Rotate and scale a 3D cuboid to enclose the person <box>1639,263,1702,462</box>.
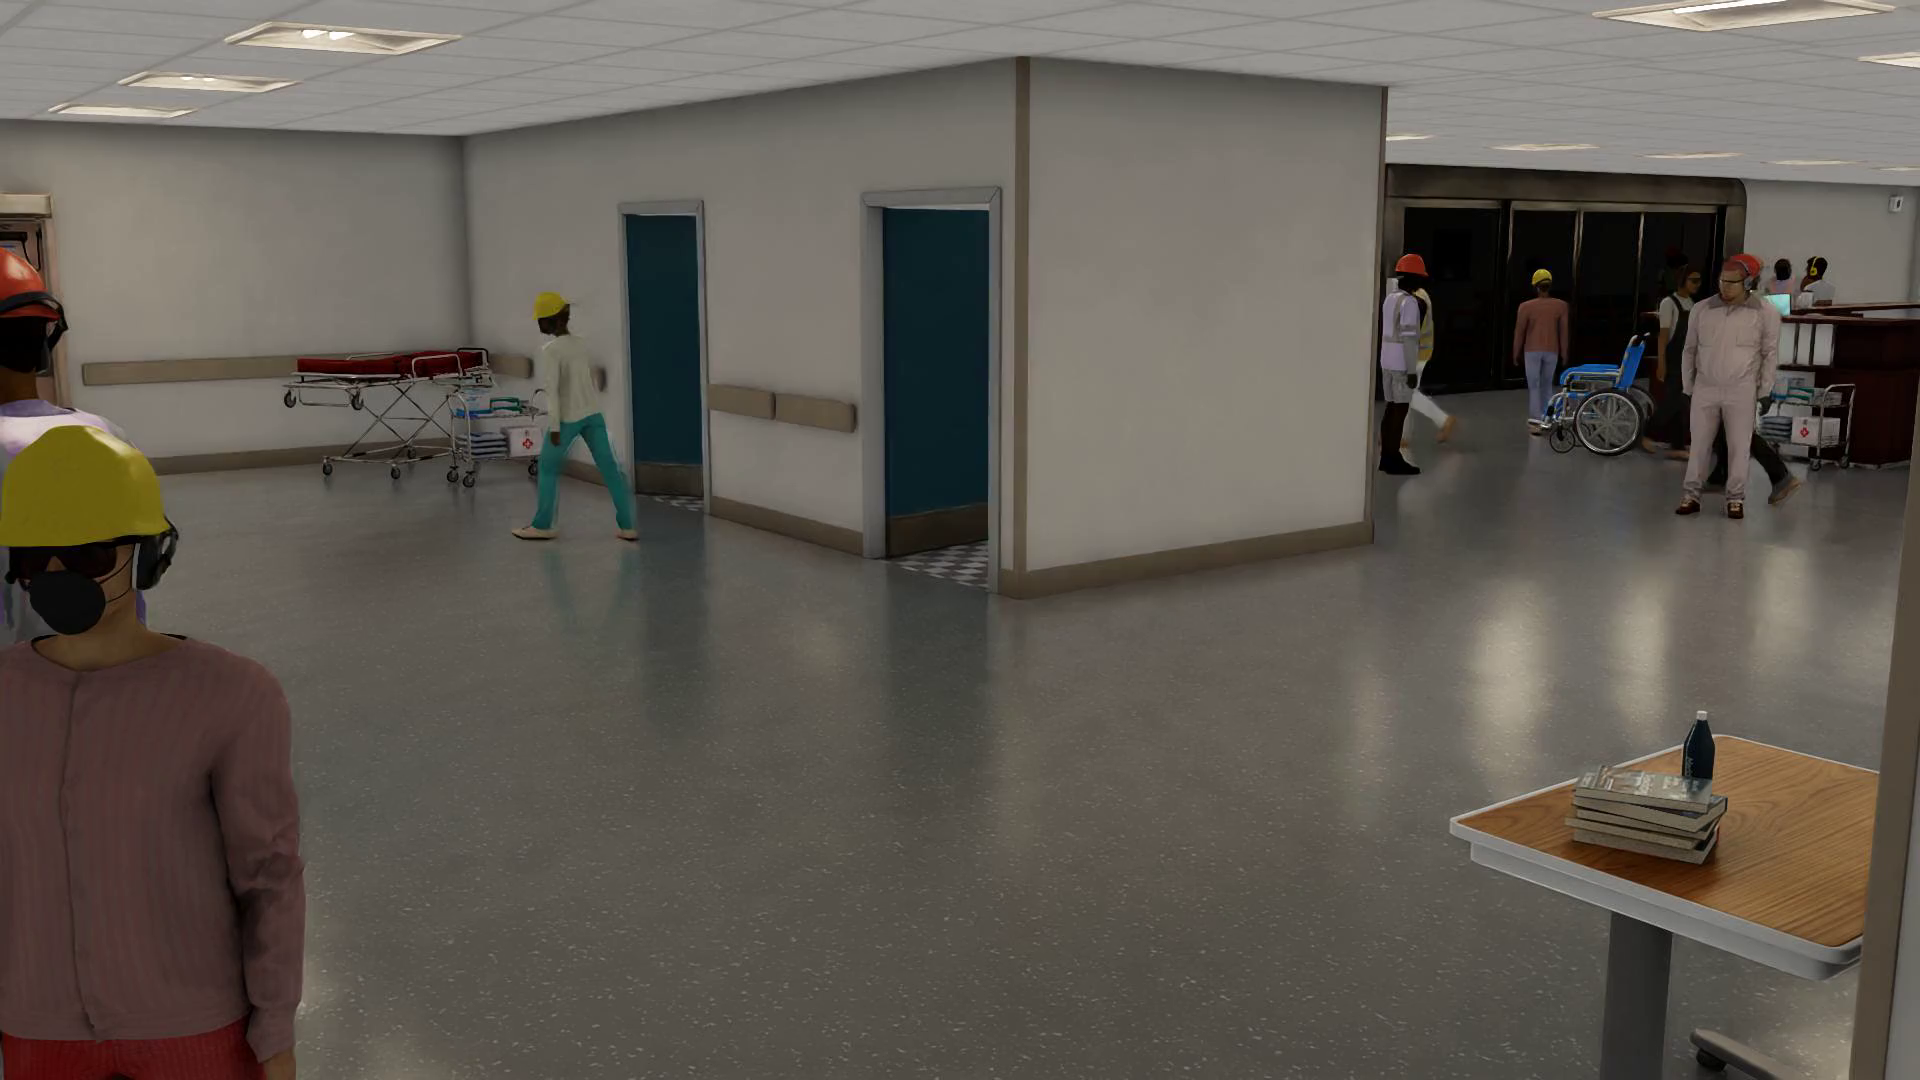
[{"bbox_3d":[6.655,-1.646,15.462,0.544,1.834,0.491,-7,12,-33],"label":"person"}]

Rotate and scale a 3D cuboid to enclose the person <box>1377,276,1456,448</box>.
[{"bbox_3d":[4.518,-1.794,16.371,0.659,1.820,0.642,2,10,12],"label":"person"}]

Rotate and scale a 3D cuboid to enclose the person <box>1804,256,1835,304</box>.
[{"bbox_3d":[10.397,-2.504,20.222,0.507,1.862,0.331,-5,11,-25],"label":"person"}]

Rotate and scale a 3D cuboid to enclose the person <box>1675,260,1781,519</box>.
[{"bbox_3d":[5.654,-1.108,12.287,0.643,1.901,0.400,7,12,34],"label":"person"}]

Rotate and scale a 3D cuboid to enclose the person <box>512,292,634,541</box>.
[{"bbox_3d":[-2.621,-0.824,11.282,0.812,1.693,0.550,5,11,27],"label":"person"}]

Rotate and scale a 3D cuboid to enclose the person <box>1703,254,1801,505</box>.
[{"bbox_3d":[6.205,-1.258,13.015,0.614,1.955,0.920,-9,13,-40],"label":"person"}]

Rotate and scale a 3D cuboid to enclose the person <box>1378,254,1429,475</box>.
[{"bbox_3d":[3.899,-1.538,14.618,0.390,1.929,0.545,-1,10,-6],"label":"person"}]

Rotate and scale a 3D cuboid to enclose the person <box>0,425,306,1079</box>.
[{"bbox_3d":[-1.231,0.711,2.462,0.525,1.772,0.309,-1,10,-4],"label":"person"}]

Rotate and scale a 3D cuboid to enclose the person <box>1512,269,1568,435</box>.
[{"bbox_3d":[6.149,-1.997,17.672,0.545,1.743,0.611,1,10,5],"label":"person"}]

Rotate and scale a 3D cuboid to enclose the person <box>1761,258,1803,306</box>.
[{"bbox_3d":[11.466,-3.010,23.198,0.514,1.810,0.653,-9,14,-42],"label":"person"}]

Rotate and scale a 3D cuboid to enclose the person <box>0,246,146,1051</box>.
[{"bbox_3d":[-1.944,0.403,3.468,0.409,2.029,0.613,2,10,9],"label":"person"}]
